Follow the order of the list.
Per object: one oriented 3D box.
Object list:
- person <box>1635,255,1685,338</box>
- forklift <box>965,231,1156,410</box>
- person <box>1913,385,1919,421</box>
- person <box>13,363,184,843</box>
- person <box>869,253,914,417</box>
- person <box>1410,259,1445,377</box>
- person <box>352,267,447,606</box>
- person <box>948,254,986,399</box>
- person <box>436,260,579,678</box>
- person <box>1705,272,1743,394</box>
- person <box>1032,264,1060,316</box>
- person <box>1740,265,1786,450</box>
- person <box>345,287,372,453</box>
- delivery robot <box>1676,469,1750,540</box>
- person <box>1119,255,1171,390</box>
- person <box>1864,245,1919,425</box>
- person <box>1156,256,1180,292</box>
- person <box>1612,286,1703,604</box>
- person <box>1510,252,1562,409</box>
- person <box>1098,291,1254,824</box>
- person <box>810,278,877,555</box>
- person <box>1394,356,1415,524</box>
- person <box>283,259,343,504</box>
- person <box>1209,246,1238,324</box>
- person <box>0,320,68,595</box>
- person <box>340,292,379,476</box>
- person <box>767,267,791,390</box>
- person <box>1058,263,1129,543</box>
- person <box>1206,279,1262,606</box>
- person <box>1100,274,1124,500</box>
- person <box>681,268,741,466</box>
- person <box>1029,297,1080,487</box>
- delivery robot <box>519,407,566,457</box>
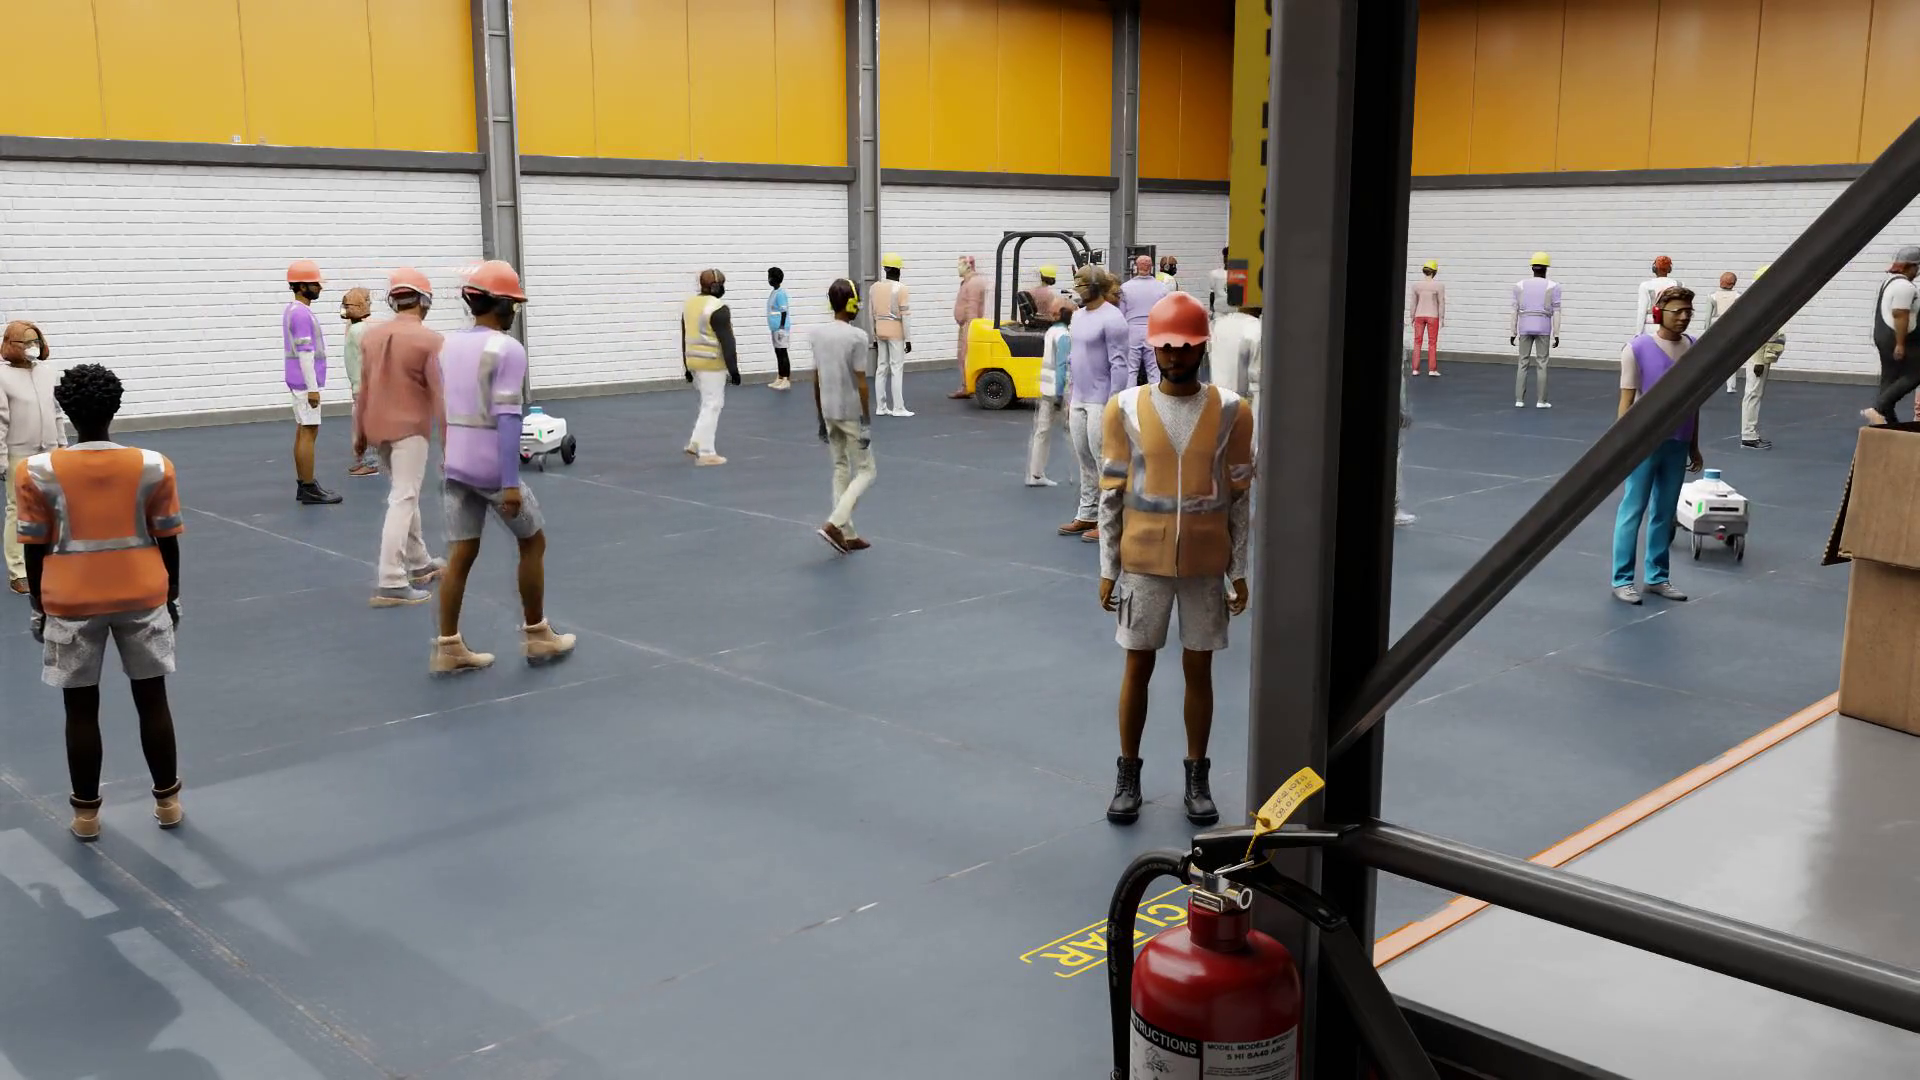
[{"bbox_3d":[8.710,-2.597,20.740,0.576,1.881,0.354,0,10,0],"label":"person"},{"bbox_3d":[1.222,-2.721,20.561,2.313,2.155,1.214,2,11,13],"label":"forklift"},{"bbox_3d":[10.890,-2.189,18.435,0.407,1.913,0.641,0,10,1],"label":"person"},{"bbox_3d":[-3.017,0.223,5.892,0.530,1.689,0.321,-7,13,-34],"label":"person"},{"bbox_3d":[-0.802,-2.408,19.585,0.593,1.926,0.366,8,13,37],"label":"person"},{"bbox_3d":[7.092,-3.361,25.220,0.532,1.767,0.328,7,13,34],"label":"person"},{"bbox_3d":[-3.255,-0.631,9.855,0.720,1.927,0.959,5,11,24],"label":"person"},{"bbox_3d":[0.178,-2.758,21.607,0.600,1.886,0.656,-2,11,-11],"label":"person"},{"bbox_3d":[-2.240,-0.348,8.142,0.687,2.003,0.865,8,13,37],"label":"person"},{"bbox_3d":[10.337,-2.797,22.490,0.511,1.641,0.309,6,12,29],"label":"person"},{"bbox_3d":[1.123,-2.852,22.484,0.396,1.739,0.552,-5,12,-25],"label":"person"},{"bbox_3d":[8.033,-1.826,16.659,0.404,1.837,0.587,6,12,28],"label":"person"},{"bbox_3d":[-5.876,-1.662,16.327,0.312,1.633,0.518,-4,11,-23],"label":"person"},{"bbox_3d":[5.057,-0.233,11.215,0.477,0.478,0.707,2,11,10],"label":"delivery robot"},{"bbox_3d":[2.122,-2.330,19.243,0.639,1.900,0.401,0,10,0],"label":"person"},{"bbox_3d":[10.111,-2.147,17.851,0.536,2.000,0.709,3,11,15],"label":"person"},{"bbox_3d":[2.906,-3.080,23.498,0.430,1.840,0.623,-4,11,-20],"label":"person"},{"bbox_3d":[4.066,-0.555,9.699,0.567,1.844,0.375,-3,11,-18],"label":"person"},{"bbox_3d":[7.105,-2.582,20.538,0.595,1.923,0.373,6,12,29],"label":"person"},{"bbox_3d":[0.773,0.080,5.992,0.552,1.934,0.373,1,10,4],"label":"person"},{"bbox_3d":[-0.778,-0.805,11.043,0.524,1.857,0.594,7,13,35],"label":"person"},{"bbox_3d":[3.081,-0.947,12.251,0.658,1.718,0.324,-1,10,-3],"label":"person"},{"bbox_3d":[-5.184,-1.254,13.262,0.363,1.939,0.542,-5,12,-27],"label":"person"},{"bbox_3d":[4.234,-3.658,26.326,0.603,1.957,0.375,4,11,20],"label":"person"},{"bbox_3d":[-5.568,-0.500,9.981,0.266,1.631,0.507,4,11,20],"label":"person"},{"bbox_3d":[-5.363,-1.391,14.831,0.280,1.636,0.500,-4,11,-19],"label":"person"},{"bbox_3d":[-2.513,-2.929,23.043,0.321,1.699,0.537,-4,11,-19],"label":"person"},{"bbox_3d":[0.941,-0.954,11.630,0.350,1.936,0.635,-5,12,-26],"label":"person"},{"bbox_3d":[1.723,-0.596,9.461,0.822,2.015,0.640,-5,12,-26],"label":"person"},{"bbox_3d":[1.155,-1.196,13.306,0.410,1.828,0.546,3,11,15],"label":"person"},{"bbox_3d":[-2.328,-1.602,15.479,0.441,1.830,0.636,-8,13,-36],"label":"person"},{"bbox_3d":[0.947,-1.240,14.078,0.790,1.608,0.518,-3,11,-14],"label":"person"},{"bbox_3d":[-3.888,-0.984,15.306,0.477,0.478,0.707,1,11,6],"label":"delivery robot"}]
